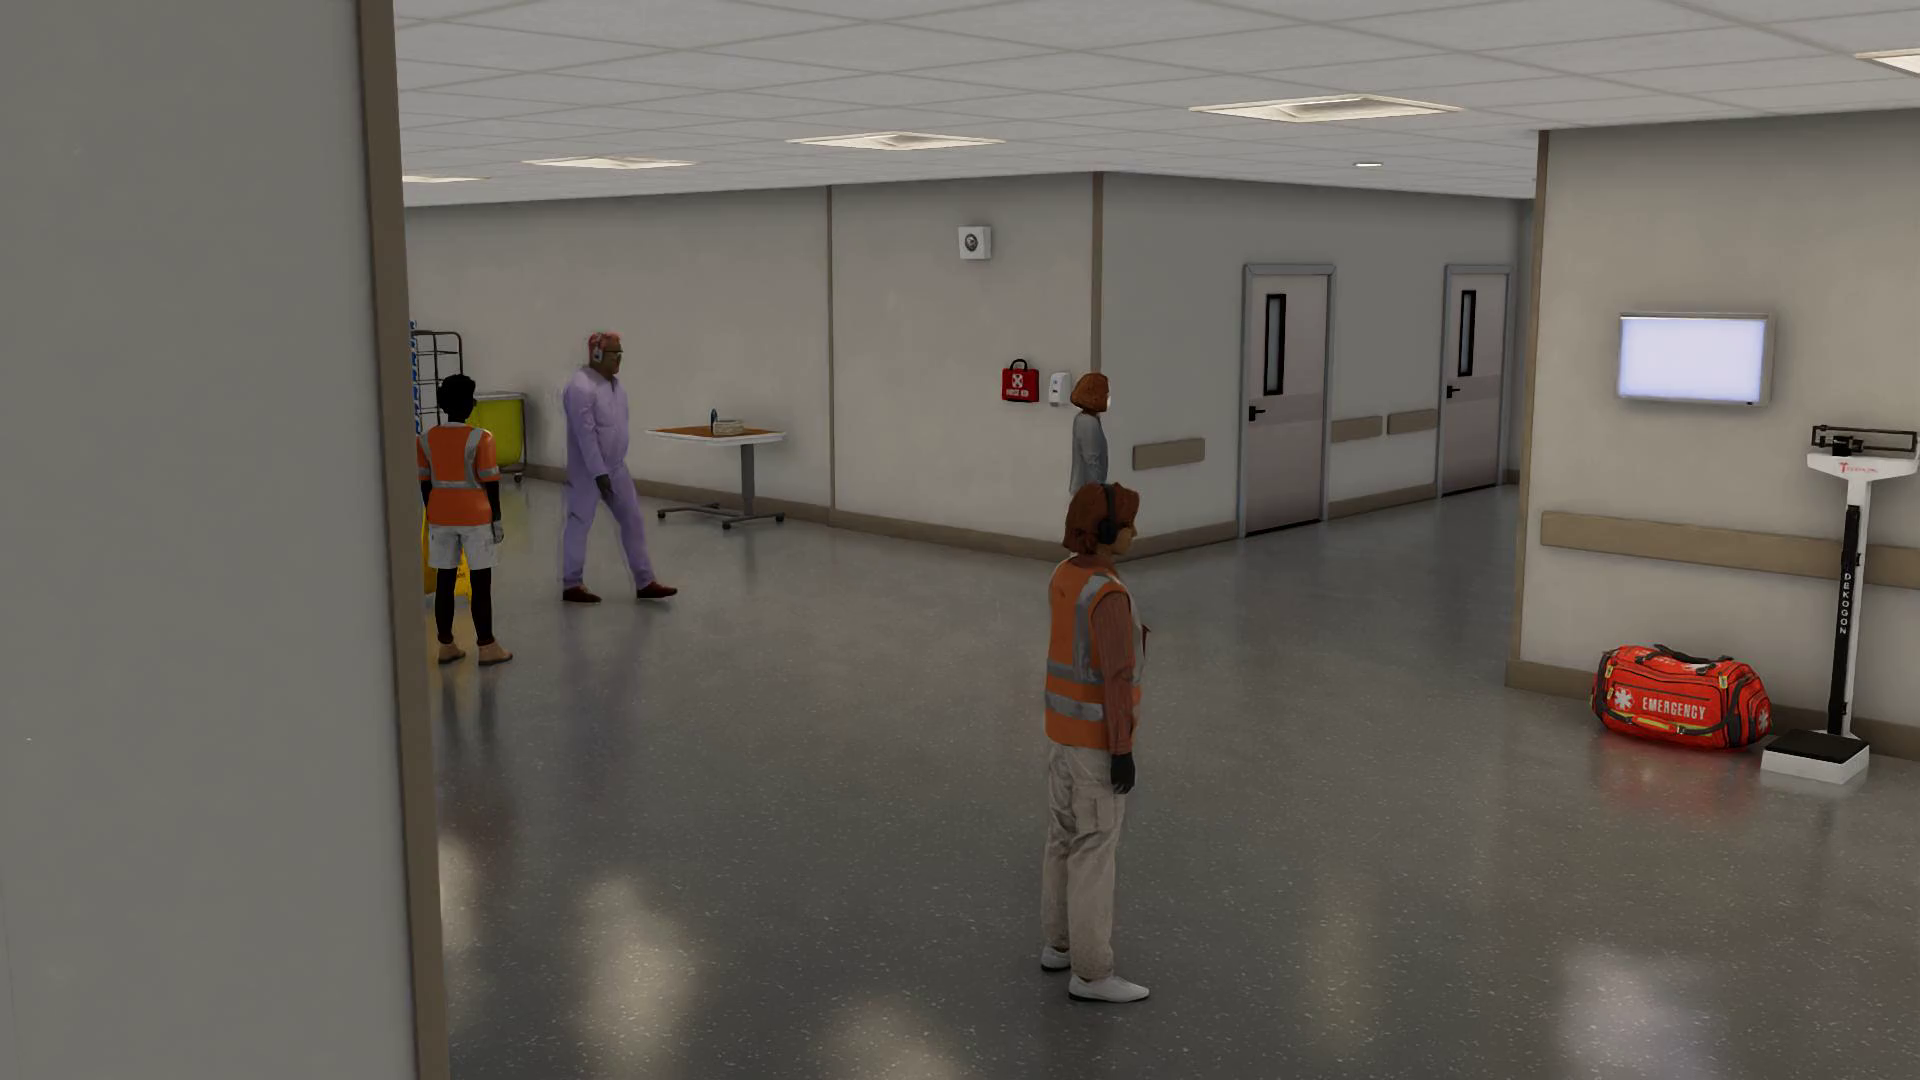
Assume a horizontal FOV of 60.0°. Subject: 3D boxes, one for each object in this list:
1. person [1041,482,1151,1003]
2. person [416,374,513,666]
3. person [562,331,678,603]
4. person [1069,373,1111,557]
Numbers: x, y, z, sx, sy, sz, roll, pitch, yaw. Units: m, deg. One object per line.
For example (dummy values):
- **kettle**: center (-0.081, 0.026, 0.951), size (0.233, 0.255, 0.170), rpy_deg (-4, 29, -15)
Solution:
- **person**: center (0.421, 0.631, 5.274), size (0.310, 1.636, 0.523), rpy_deg (-3, 10, -16)
- **person**: center (-2.879, -0.109, 9.634), size (0.532, 1.696, 0.319), rpy_deg (3, 10, 15)
- **person**: center (-2.367, -0.479, 11.366), size (0.897, 1.871, 0.657), rpy_deg (4, 10, 22)
- **person**: center (0.845, -0.270, 10.809), size (0.267, 1.632, 0.509), rpy_deg (-1, 9, -4)
